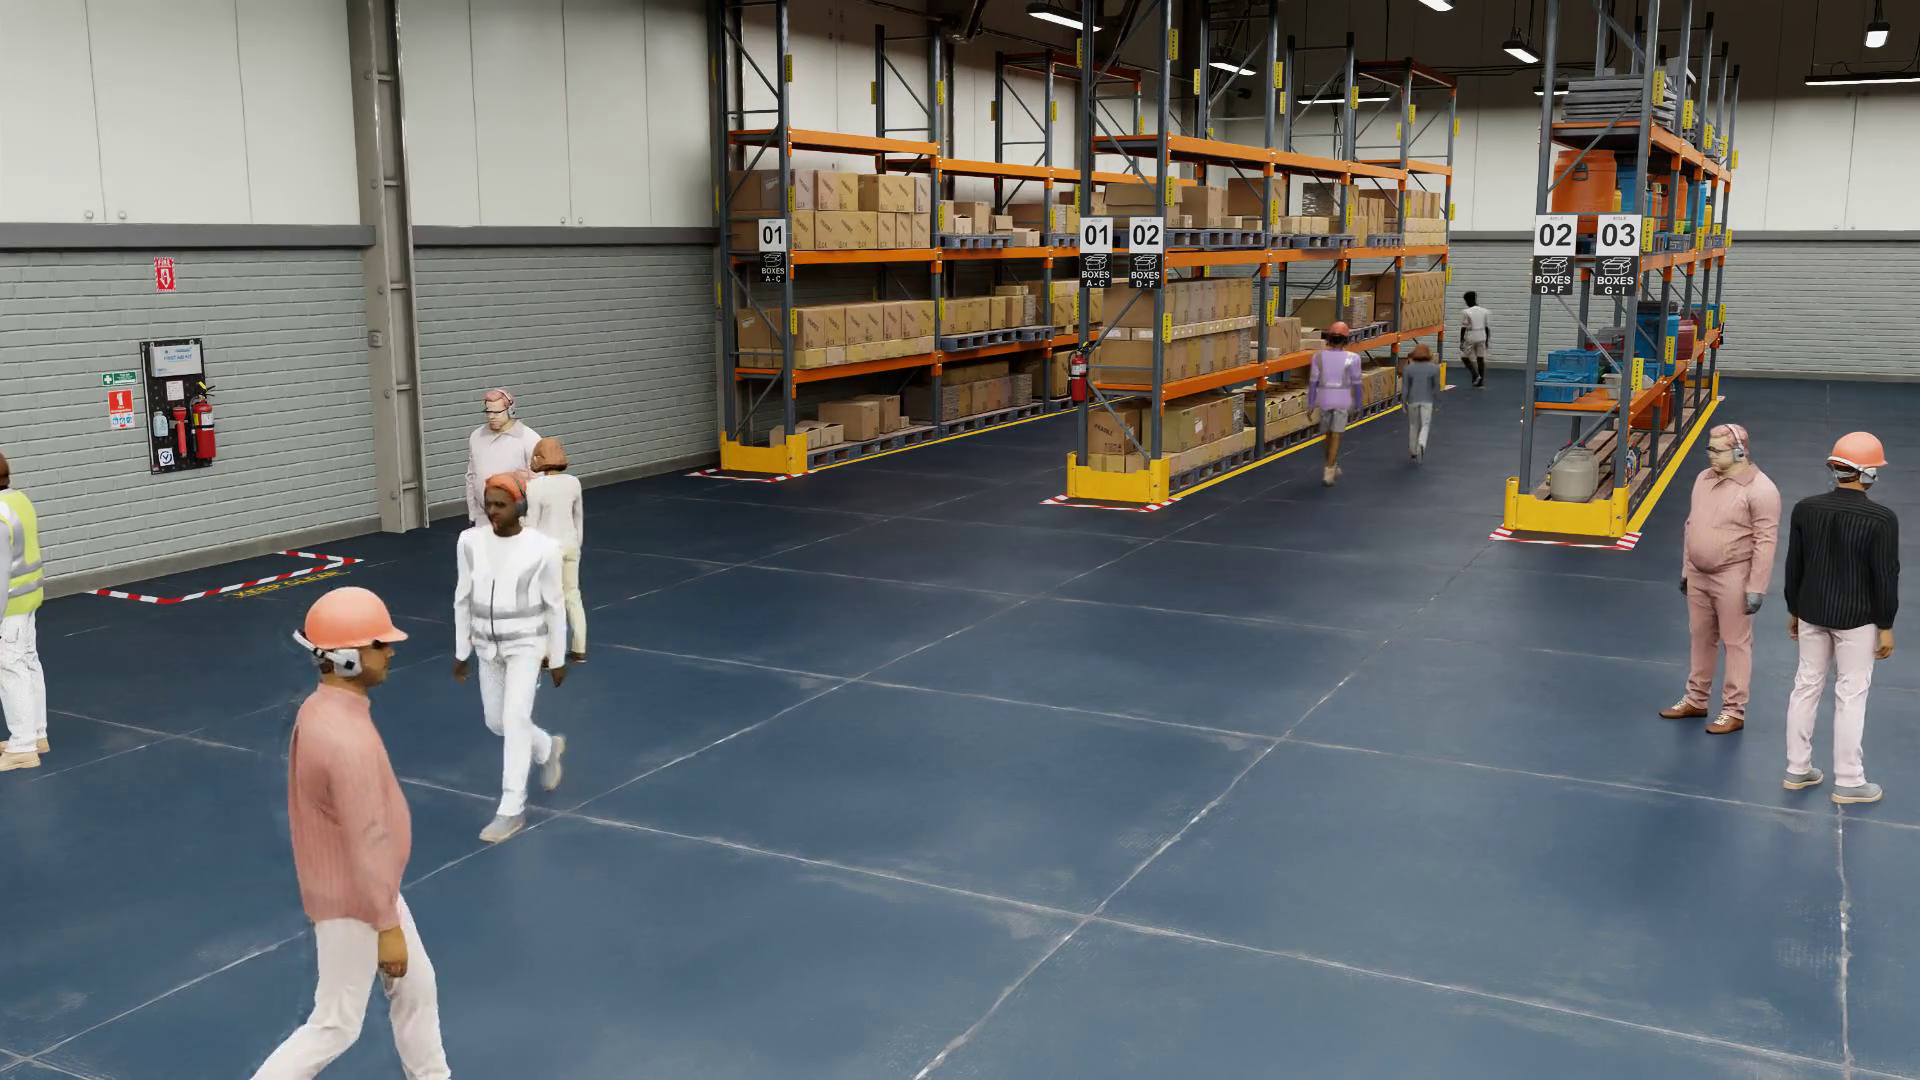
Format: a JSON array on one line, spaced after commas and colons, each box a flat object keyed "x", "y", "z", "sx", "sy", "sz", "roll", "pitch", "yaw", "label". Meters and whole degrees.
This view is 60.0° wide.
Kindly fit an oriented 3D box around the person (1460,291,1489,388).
[{"x": 10.228, "y": -3.966, "z": 32.999, "sx": 0.711, "sy": 1.929, "sz": 0.495, "roll": -3, "pitch": 11, "yaw": -13, "label": "person"}]

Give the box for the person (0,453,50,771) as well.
[{"x": -5.476, "y": 0.391, "z": 9.504, "sx": 0.429, "sy": 1.840, "sz": 0.634, "roll": -3, "pitch": 11, "yaw": -15, "label": "person"}]

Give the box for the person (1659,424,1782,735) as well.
[{"x": 4.659, "y": 0.234, "z": 10.203, "sx": 0.402, "sy": 1.901, "sz": 0.639, "roll": -3, "pitch": 11, "yaw": -18, "label": "person"}]

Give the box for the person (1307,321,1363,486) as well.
[{"x": 4.581, "y": -1.668, "z": 20.340, "sx": 0.627, "sy": 1.997, "sz": 1.055, "roll": 6, "pitch": 12, "yaw": 28, "label": "person"}]

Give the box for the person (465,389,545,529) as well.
[{"x": -3.417, "y": -0.180, "z": 12.450, "sx": 0.639, "sy": 1.903, "sz": 0.407, "roll": 3, "pitch": 11, "yaw": 16, "label": "person"}]

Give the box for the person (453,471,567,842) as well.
[{"x": -2.282, "y": 0.552, "z": 8.592, "sx": 0.578, "sy": 1.863, "sz": 0.816, "roll": 3, "pitch": 11, "yaw": 17, "label": "person"}]

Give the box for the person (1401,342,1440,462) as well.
[{"x": 6.162, "y": -1.843, "z": 22.304, "sx": 0.504, "sy": 1.612, "sz": 0.658, "roll": 4, "pitch": 11, "yaw": 23, "label": "person"}]

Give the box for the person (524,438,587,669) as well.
[{"x": -2.855, "y": 0.093, "z": 11.732, "sx": 0.298, "sy": 1.623, "sz": 0.506, "roll": 7, "pitch": 13, "yaw": 34, "label": "person"}]

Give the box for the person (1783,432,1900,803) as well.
[{"x": 4.751, "y": 0.411, "z": 8.966, "sx": 0.382, "sy": 1.996, "sz": 0.608, "roll": -6, "pitch": 12, "yaw": -28, "label": "person"}]

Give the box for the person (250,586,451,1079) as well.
[{"x": -1.976, "y": 1.116, "z": 5.255, "sx": 0.972, "sy": 1.966, "sz": 0.619, "roll": -4, "pitch": 11, "yaw": -23, "label": "person"}]
